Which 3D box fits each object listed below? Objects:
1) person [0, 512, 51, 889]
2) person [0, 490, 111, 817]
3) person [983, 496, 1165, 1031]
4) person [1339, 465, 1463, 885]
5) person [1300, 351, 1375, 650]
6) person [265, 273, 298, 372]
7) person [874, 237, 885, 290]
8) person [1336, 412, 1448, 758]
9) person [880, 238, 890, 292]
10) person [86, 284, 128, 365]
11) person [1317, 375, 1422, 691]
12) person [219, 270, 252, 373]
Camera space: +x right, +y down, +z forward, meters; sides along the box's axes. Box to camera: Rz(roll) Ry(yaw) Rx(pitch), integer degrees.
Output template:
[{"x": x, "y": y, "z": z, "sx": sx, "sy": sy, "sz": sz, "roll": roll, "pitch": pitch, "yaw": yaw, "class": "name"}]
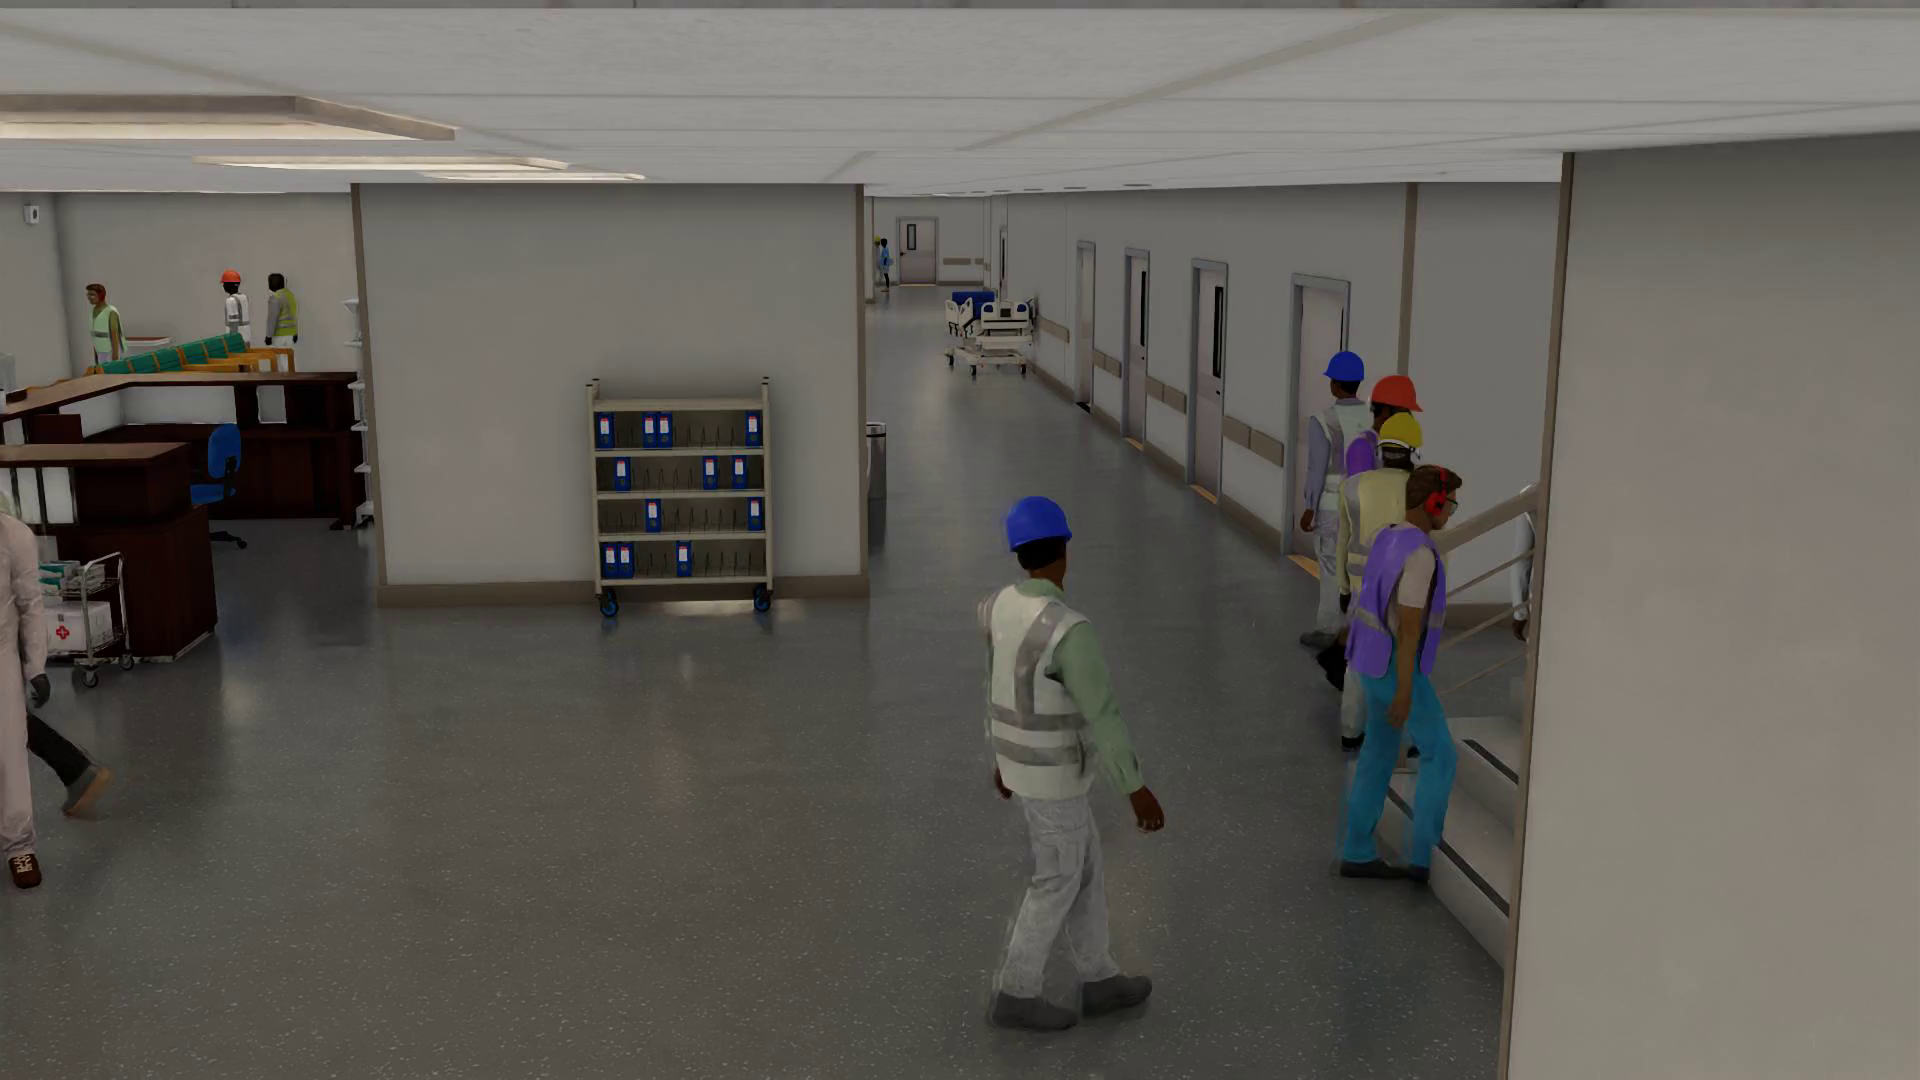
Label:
[{"x": -4.172, "y": 0.562, "z": 6.963, "sx": 0.643, "sy": 1.901, "sz": 0.400, "roll": -5, "pitch": 13, "yaw": -24, "class": "person"}, {"x": -4.528, "y": 0.372, "z": 7.796, "sx": 0.920, "sy": 1.955, "sz": 0.614, "roll": -2, "pitch": 12, "yaw": -10, "class": "person"}, {"x": 0.391, "y": 0.801, "z": 5.795, "sx": 0.635, "sy": 1.898, "sz": 0.670, "roll": -3, "pitch": 12, "yaw": -13, "class": "person"}, {"x": 1.959, "y": 0.587, "z": 7.086, "sx": 0.700, "sy": 1.802, "sz": 0.640, "roll": 0, "pitch": 12, "yaw": -2, "class": "person"}, {"x": 2.485, "y": -0.248, "z": 10.793, "sx": 0.602, "sy": 1.951, "sz": 0.380, "roll": -5, "pitch": 13, "yaw": -25, "class": "person"}, {"x": -10.294, "y": -3.105, "z": 25.064, "sx": 0.614, "sy": 1.818, "sz": 0.636, "roll": -1, "pitch": 12, "yaw": -5, "class": "person"}, {"x": -2.624, "y": -8.988, "z": 54.053, "sx": 0.602, "sy": 1.722, "sz": 0.502, "roll": 3, "pitch": 12, "yaw": 14, "class": "person"}, {"x": 2.252, "y": 0.245, "z": 8.712, "sx": 0.590, "sy": 1.823, "sz": 0.405, "roll": 7, "pitch": 14, "yaw": 32, "class": "person"}, {"x": -2.388, "y": -8.769, "z": 53.050, "sx": 0.320, "sy": 1.698, "sz": 0.538, "roll": 0, "pitch": 12, "yaw": 1, "class": "person"}, {"x": -11.150, "y": -2.436, "z": 21.787, "sx": 0.559, "sy": 1.836, "sz": 0.399, "roll": 7, "pitch": 14, "yaw": 33, "class": "person"}, {"x": 2.424, "y": -0.005, "z": 9.687, "sx": 0.426, "sy": 1.916, "sz": 0.567, "roll": 9, "pitch": 14, "yaw": 36, "class": "person"}, {"x": -10.200, "y": -2.831, "z": 23.454, "sx": 0.357, "sy": 1.938, "sz": 0.542, "roll": -1, "pitch": 12, "yaw": -3, "class": "person"}]
